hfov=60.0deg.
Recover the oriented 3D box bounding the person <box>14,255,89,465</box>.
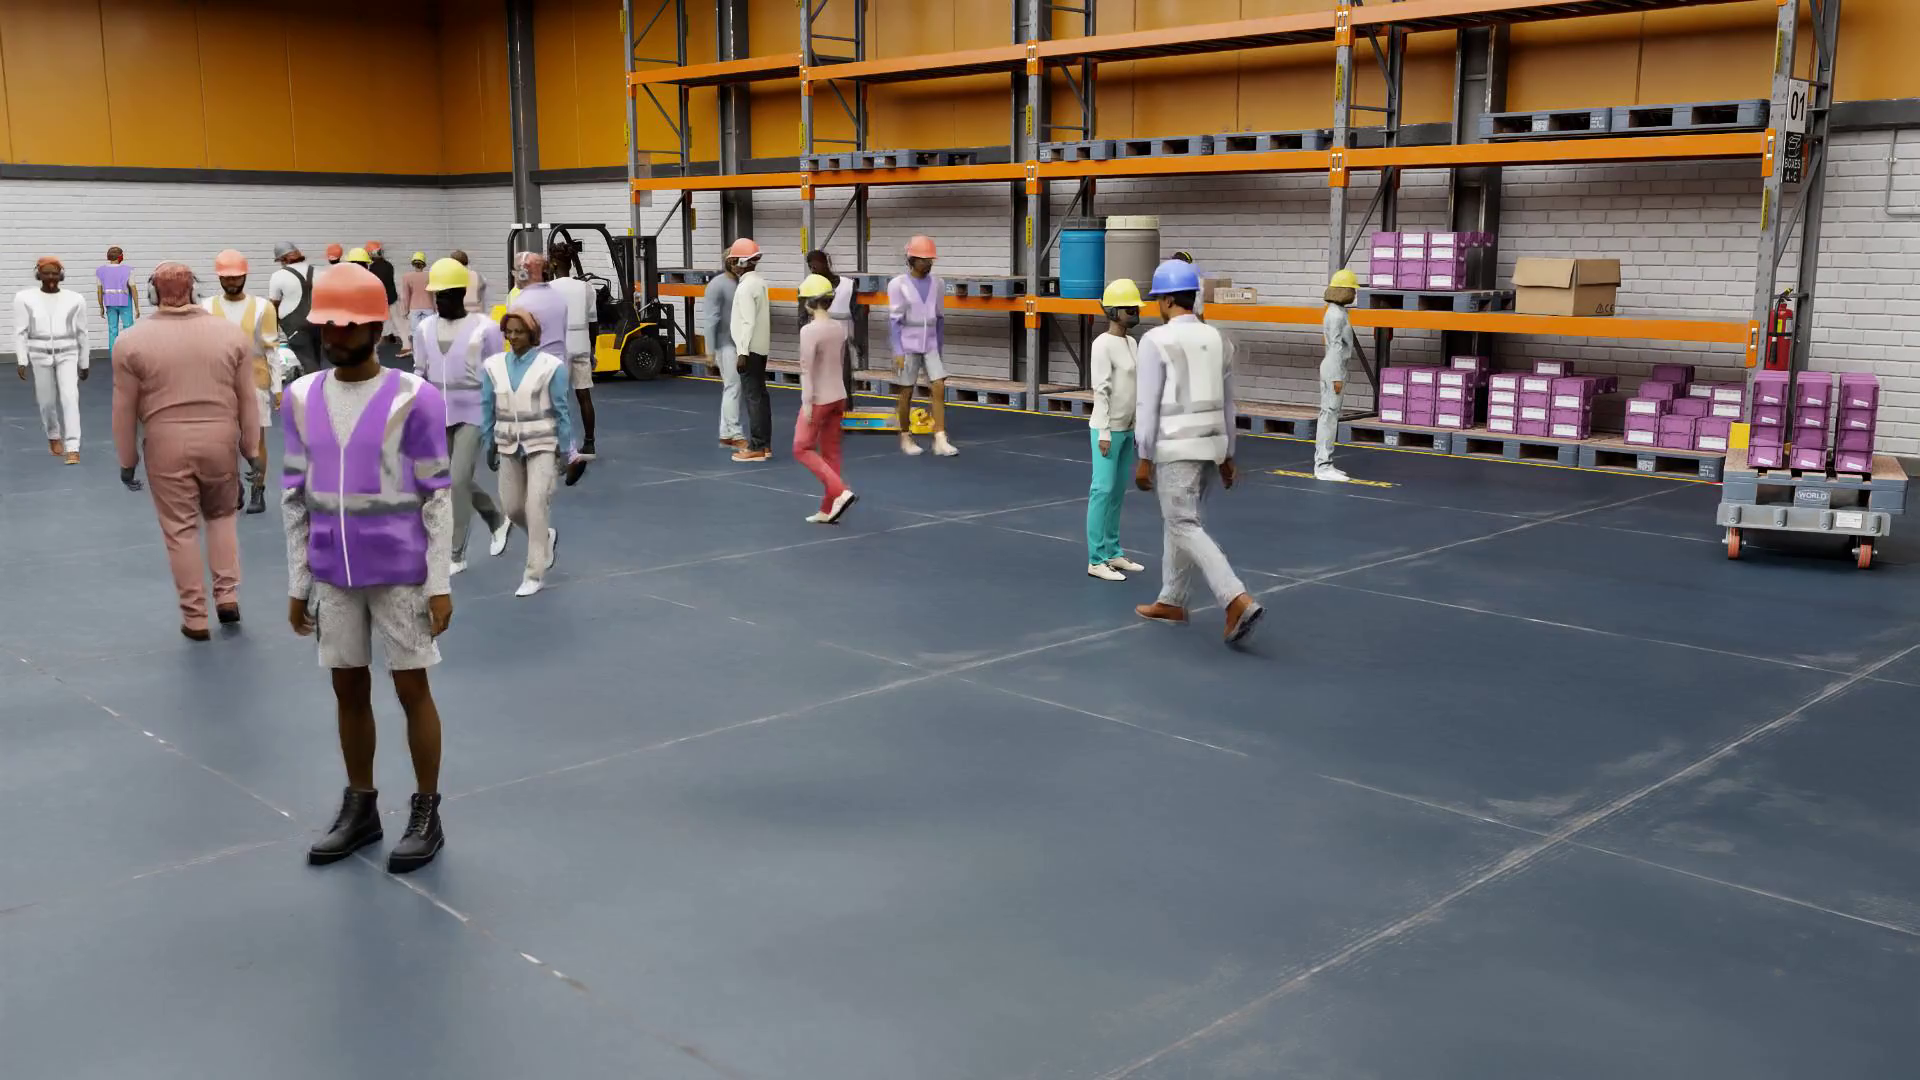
[{"bbox_3d":[-8.134,-1.625,14.944,0.578,1.853,0.903,-5,12,-26],"label":"person"}]

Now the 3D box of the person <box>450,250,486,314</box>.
[{"bbox_3d":[-6.386,-2.799,21.391,0.628,1.828,0.442,-9,14,-41],"label":"person"}]

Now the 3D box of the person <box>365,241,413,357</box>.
[{"bbox_3d":[-9.544,-3.973,27.556,1.024,1.921,0.636,4,11,20],"label":"person"}]

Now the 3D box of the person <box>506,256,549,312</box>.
[{"bbox_3d":[-3.800,-1.642,15.042,0.624,1.844,0.429,8,13,38],"label":"person"}]

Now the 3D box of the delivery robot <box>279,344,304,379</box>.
[{"bbox_3d":[-9.156,-2.415,22.511,0.477,0.478,0.707,-1,10,-5],"label":"delivery robot"}]

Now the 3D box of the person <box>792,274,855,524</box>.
[{"bbox_3d":[-0.933,-0.957,11.550,0.444,1.759,0.525,6,12,29],"label":"person"}]

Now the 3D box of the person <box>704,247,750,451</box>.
[{"bbox_3d":[-2.115,-1.793,15.633,0.478,1.922,0.656,6,12,28],"label":"person"}]

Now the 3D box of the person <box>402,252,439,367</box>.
[{"bbox_3d":[-8.256,-3.524,25.510,0.525,1.769,0.327,-2,11,-12],"label":"person"}]

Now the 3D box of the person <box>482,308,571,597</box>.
[{"bbox_3d":[-2.446,-0.521,9.519,0.529,1.620,0.623,2,11,12],"label":"person"}]

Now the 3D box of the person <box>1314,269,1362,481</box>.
[{"bbox_3d":[3.143,-1.368,13.823,0.325,1.740,0.492,2,11,10],"label":"person"}]

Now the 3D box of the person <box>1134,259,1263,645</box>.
[{"bbox_3d":[1.213,-0.442,8.324,0.605,1.914,0.890,-9,14,-41],"label":"person"}]

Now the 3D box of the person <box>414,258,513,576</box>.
[{"bbox_3d":[-3.011,-0.762,10.129,0.598,1.894,0.887,4,11,20],"label":"person"}]

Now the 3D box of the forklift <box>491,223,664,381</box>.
[{"bbox_3d":[-5.316,-3.263,22.920,2.313,2.155,1.214,-10,14,-44],"label":"forklift"}]

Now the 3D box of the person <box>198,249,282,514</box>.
[{"bbox_3d":[-5.205,-1.133,12.053,0.557,1.920,0.462,-4,11,-19],"label":"person"}]

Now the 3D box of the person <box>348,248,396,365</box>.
[{"bbox_3d":[-6.891,-2.422,19.226,0.589,1.880,0.952,9,14,41],"label":"person"}]

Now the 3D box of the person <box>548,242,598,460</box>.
[{"bbox_3d":[-3.538,-1.691,14.966,0.614,1.963,0.362,-10,14,-44],"label":"person"}]

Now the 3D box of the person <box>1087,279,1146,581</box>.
[{"bbox_3d":[0.939,-0.653,9.852,0.314,1.769,0.523,5,12,27],"label":"person"}]

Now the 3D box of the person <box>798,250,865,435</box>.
[{"bbox_3d":[-1.300,-1.983,16.824,0.679,1.878,0.391,-2,11,-9],"label":"person"}]

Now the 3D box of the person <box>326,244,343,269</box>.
[{"bbox_3d":[-9.915,-3.774,26.586,0.374,1.883,0.656,-5,12,-25],"label":"person"}]

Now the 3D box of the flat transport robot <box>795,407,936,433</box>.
[{"bbox_3d":[-0.928,-1.249,17.181,1.431,0.197,0.652,2,10,9],"label":"flat transport robot"}]

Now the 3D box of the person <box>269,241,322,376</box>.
[{"bbox_3d":[-7.784,-2.572,19.569,1.001,2.000,0.711,7,12,33],"label":"person"}]

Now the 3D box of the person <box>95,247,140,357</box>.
[{"bbox_3d":[-12.935,-3.574,25.567,0.570,1.843,0.372,-2,11,-10],"label":"person"}]

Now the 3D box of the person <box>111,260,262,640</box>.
[{"bbox_3d":[-3.901,-0.450,8.388,0.672,1.892,0.508,-7,13,-35],"label":"person"}]

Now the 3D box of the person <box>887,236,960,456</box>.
[{"bbox_3d":[-0.336,-1.740,15.103,0.625,2.007,0.846,-6,12,-30],"label":"person"}]

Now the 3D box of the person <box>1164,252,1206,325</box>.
[{"bbox_3d":[2.206,-1.921,16.525,0.319,1.860,0.516,-10,14,-42],"label":"person"}]

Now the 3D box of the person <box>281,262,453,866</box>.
[{"bbox_3d":[-1.895,0.094,5.316,0.570,1.934,0.369,2,11,9],"label":"person"}]

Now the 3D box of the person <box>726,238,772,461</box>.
[{"bbox_3d":[-1.897,-1.705,14.964,0.396,1.992,0.622,1,10,7],"label":"person"}]

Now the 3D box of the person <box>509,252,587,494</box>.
[{"bbox_3d":[-3.259,-1.284,12.932,0.489,1.893,0.665,4,11,18],"label":"person"}]
